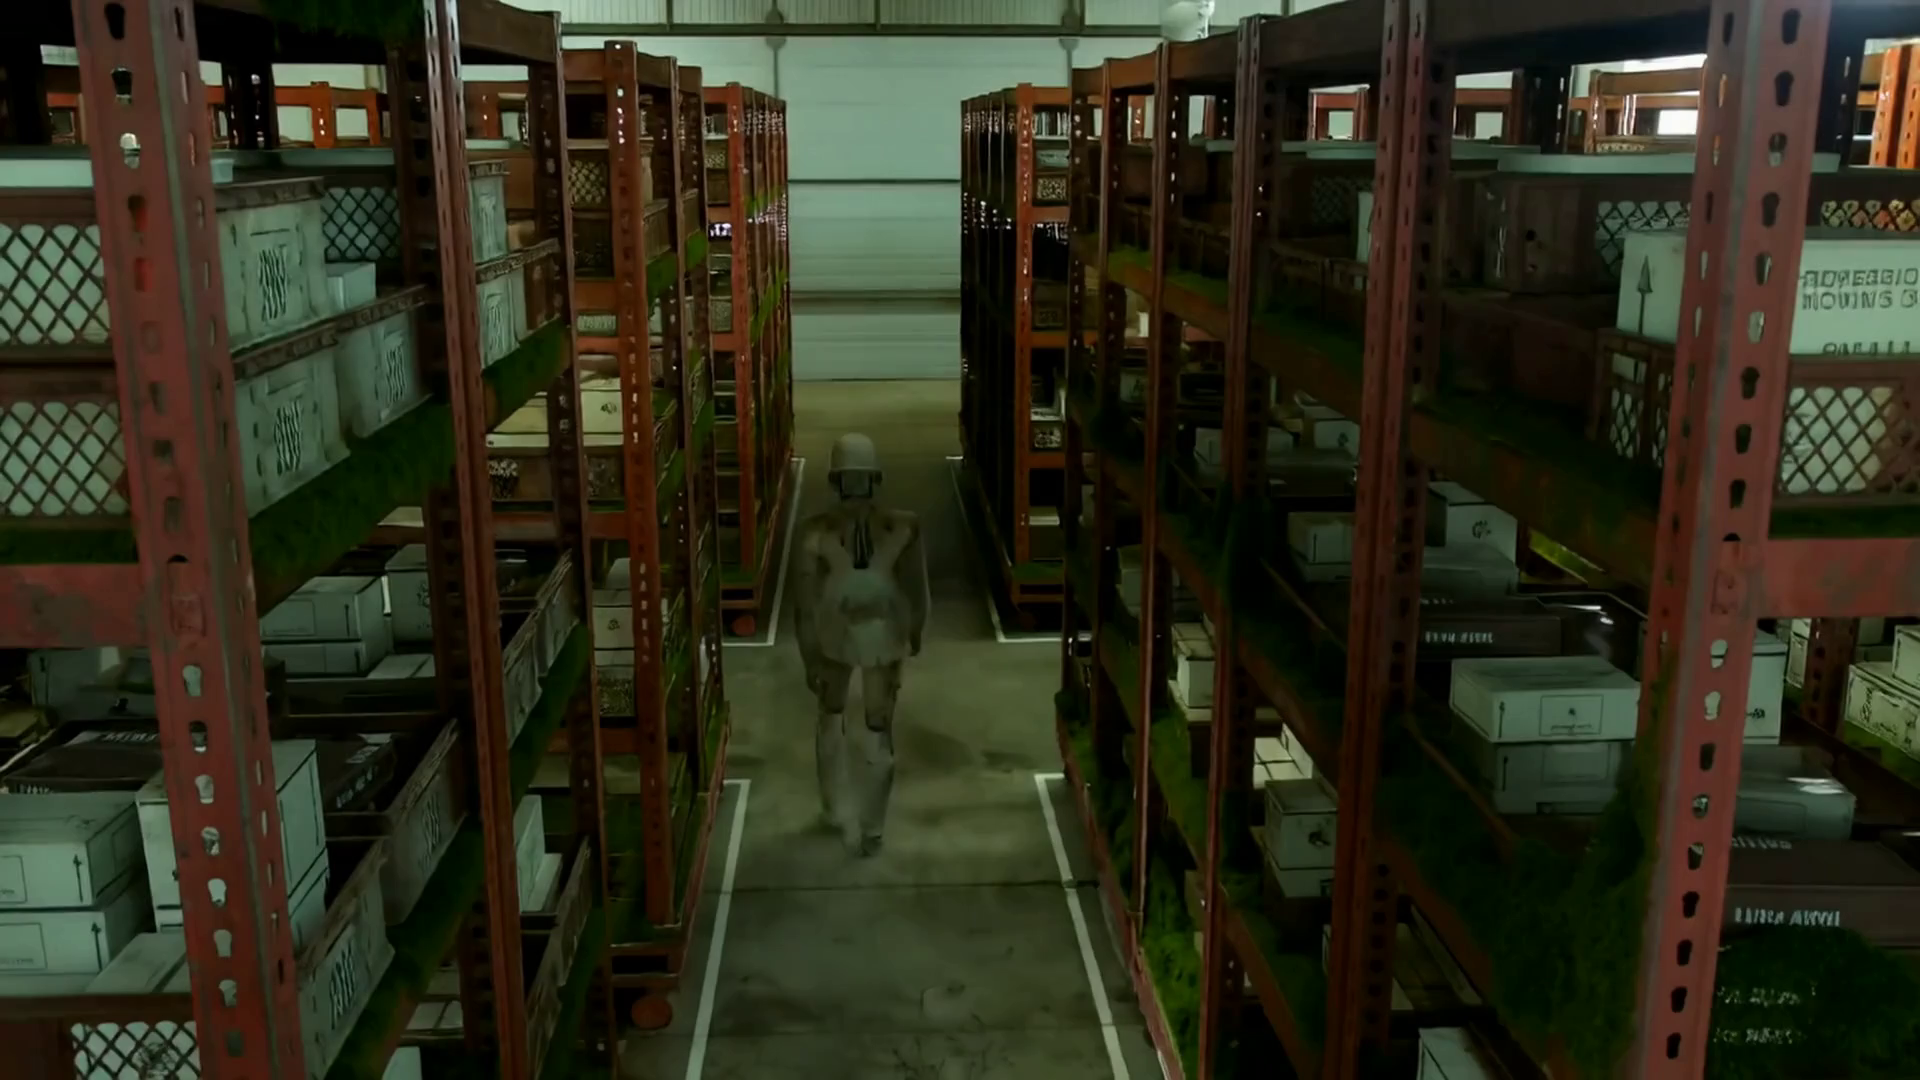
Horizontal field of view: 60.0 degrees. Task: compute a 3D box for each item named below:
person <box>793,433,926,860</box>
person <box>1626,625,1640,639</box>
[{"bbox_3d":[-0.471,0.453,7.853,0.622,1.961,0.863,-2,14,-6],"label":"person"},{"bbox_3d":[3.920,0.147,9.392,0.505,1.826,0.579,0,14,0],"label":"person"}]
